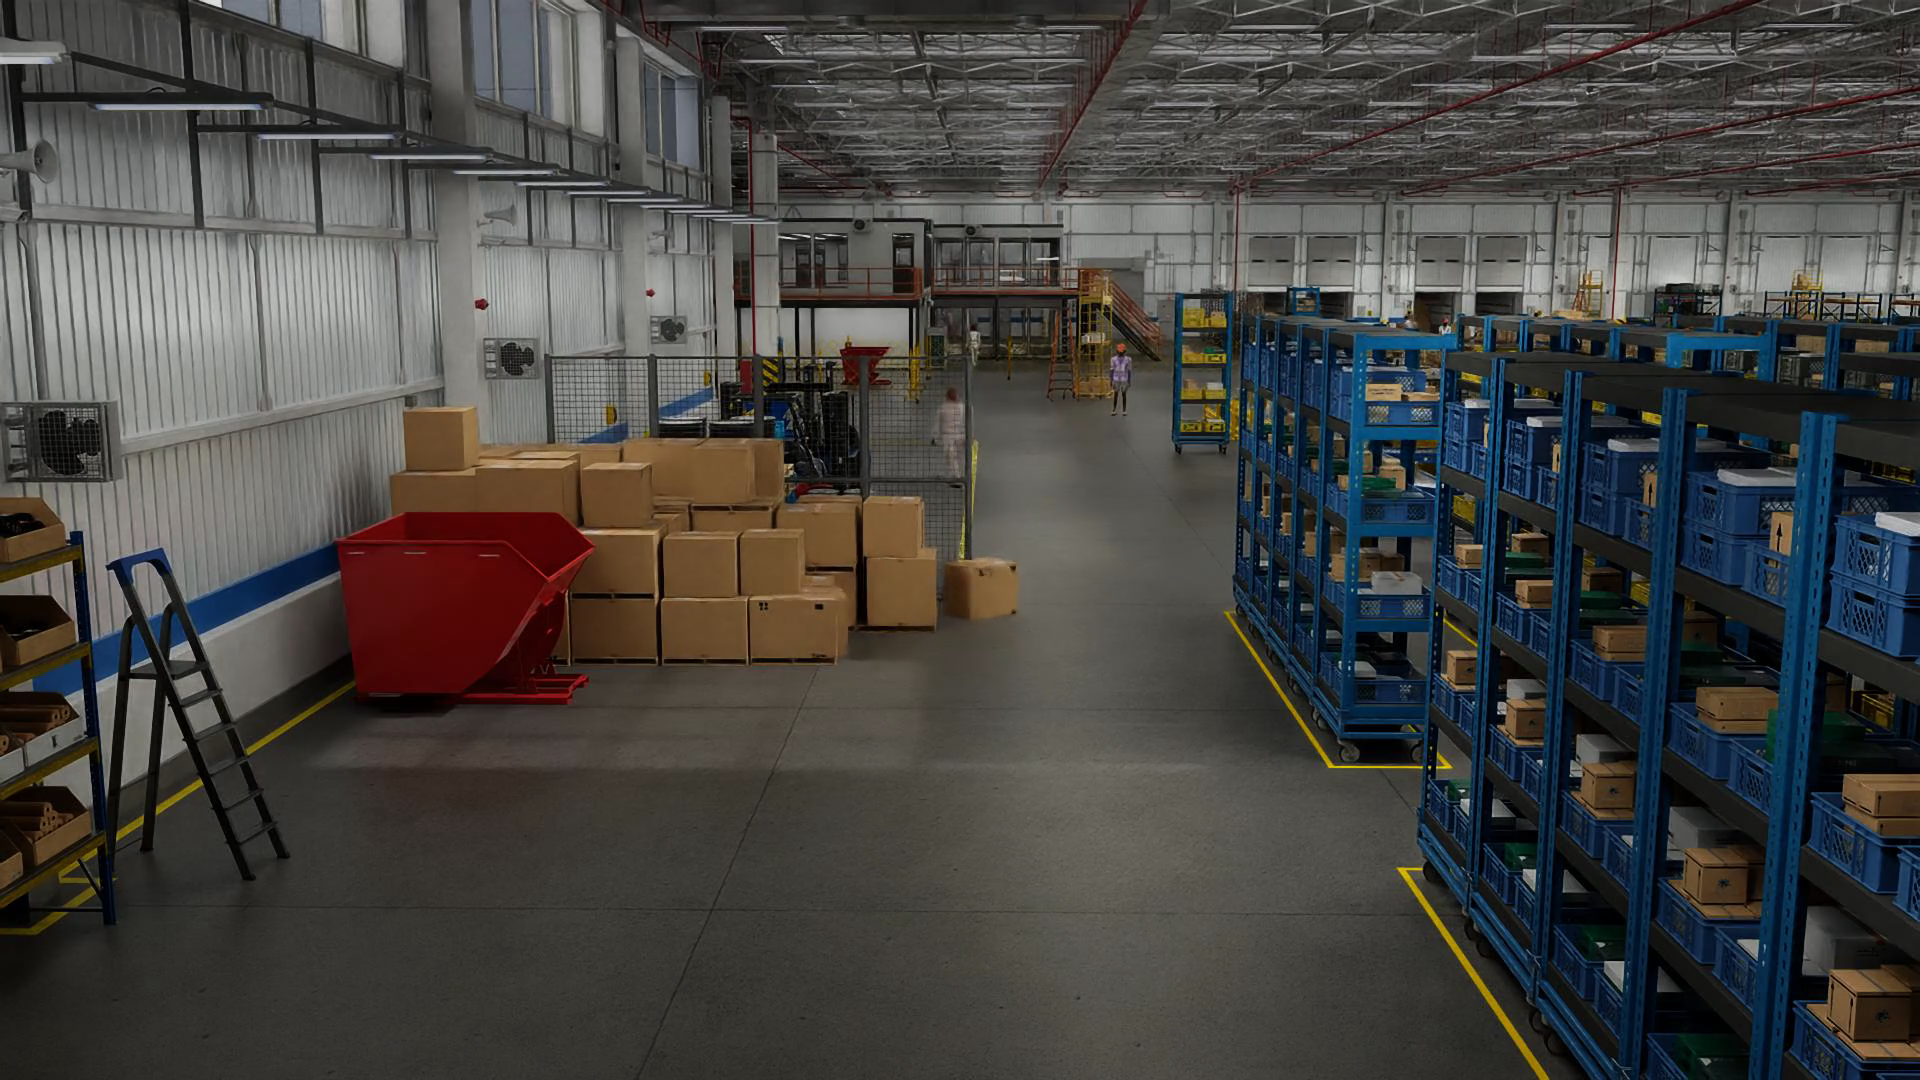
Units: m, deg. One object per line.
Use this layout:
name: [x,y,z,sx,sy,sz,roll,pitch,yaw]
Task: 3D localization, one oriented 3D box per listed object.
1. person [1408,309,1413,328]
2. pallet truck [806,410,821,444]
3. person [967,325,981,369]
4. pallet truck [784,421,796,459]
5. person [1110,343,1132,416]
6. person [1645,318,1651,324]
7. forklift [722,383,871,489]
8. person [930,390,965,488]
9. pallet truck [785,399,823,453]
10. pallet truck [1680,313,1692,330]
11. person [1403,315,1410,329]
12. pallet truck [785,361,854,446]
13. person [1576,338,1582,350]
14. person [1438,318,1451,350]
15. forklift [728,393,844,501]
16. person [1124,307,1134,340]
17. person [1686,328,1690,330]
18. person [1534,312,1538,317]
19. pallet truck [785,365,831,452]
person: [25.597,-12.179,94.653,0.395,1.920,0.585,6,11,31]
pallet truck: [-3.559,-2.018,33.905,1.522,1.261,0.704,0,9,-1]
person: [0.587,-8.131,69.944,0.583,1.846,0.967,-1,9,-5]
pallet truck: [-4.013,-1.793,32.705,1.601,1.201,0.680,0,9,1]
person: [4.553,-4.549,47.186,0.608,2.048,0.365,2,9,10]
person: [31.991,-9.439,77.886,0.481,1.876,0.727,-2,9,-13]
forklift: [-2.893,-1.687,28.729,2.680,1.987,1.157,0,9,-1]
person: [-0.239,-1.950,31.719,0.662,1.854,0.976,-7,11,-36]
pallet truck: [-3.814,-2.432,36.419,1.630,1.274,0.653,0,9,1]
pallet truck: [36.315,-10.531,84.244,0.823,1.965,1.885,-6,11,-33]
person: [22.233,-10.259,82.905,0.991,1.888,0.627,5,11,29]
pallet truck: [-3.410,-3.193,38.978,1.885,1.965,0.823,0,9,-1]
person: [24.808,-7.811,67.327,0.688,2.000,0.536,2,9,13]
person: [22.055,-9.123,75.741,0.545,1.938,0.359,4,10,24]
forklift: [-2.979,-1.316,26.476,2.680,1.987,1.157,0,9,1]
person: [9.952,-12.748,98.068,0.618,1.946,0.394,-4,10,-22]
person: [26.663,-6.785,61.147,0.374,1.992,0.621,-4,10,-25]
person: [31.174,-11.401,90.094,0.623,1.844,0.429,-1,9,-7]
pallet truck: [-3.774,-2.976,37.635,1.885,1.965,0.823,1,9,5]
